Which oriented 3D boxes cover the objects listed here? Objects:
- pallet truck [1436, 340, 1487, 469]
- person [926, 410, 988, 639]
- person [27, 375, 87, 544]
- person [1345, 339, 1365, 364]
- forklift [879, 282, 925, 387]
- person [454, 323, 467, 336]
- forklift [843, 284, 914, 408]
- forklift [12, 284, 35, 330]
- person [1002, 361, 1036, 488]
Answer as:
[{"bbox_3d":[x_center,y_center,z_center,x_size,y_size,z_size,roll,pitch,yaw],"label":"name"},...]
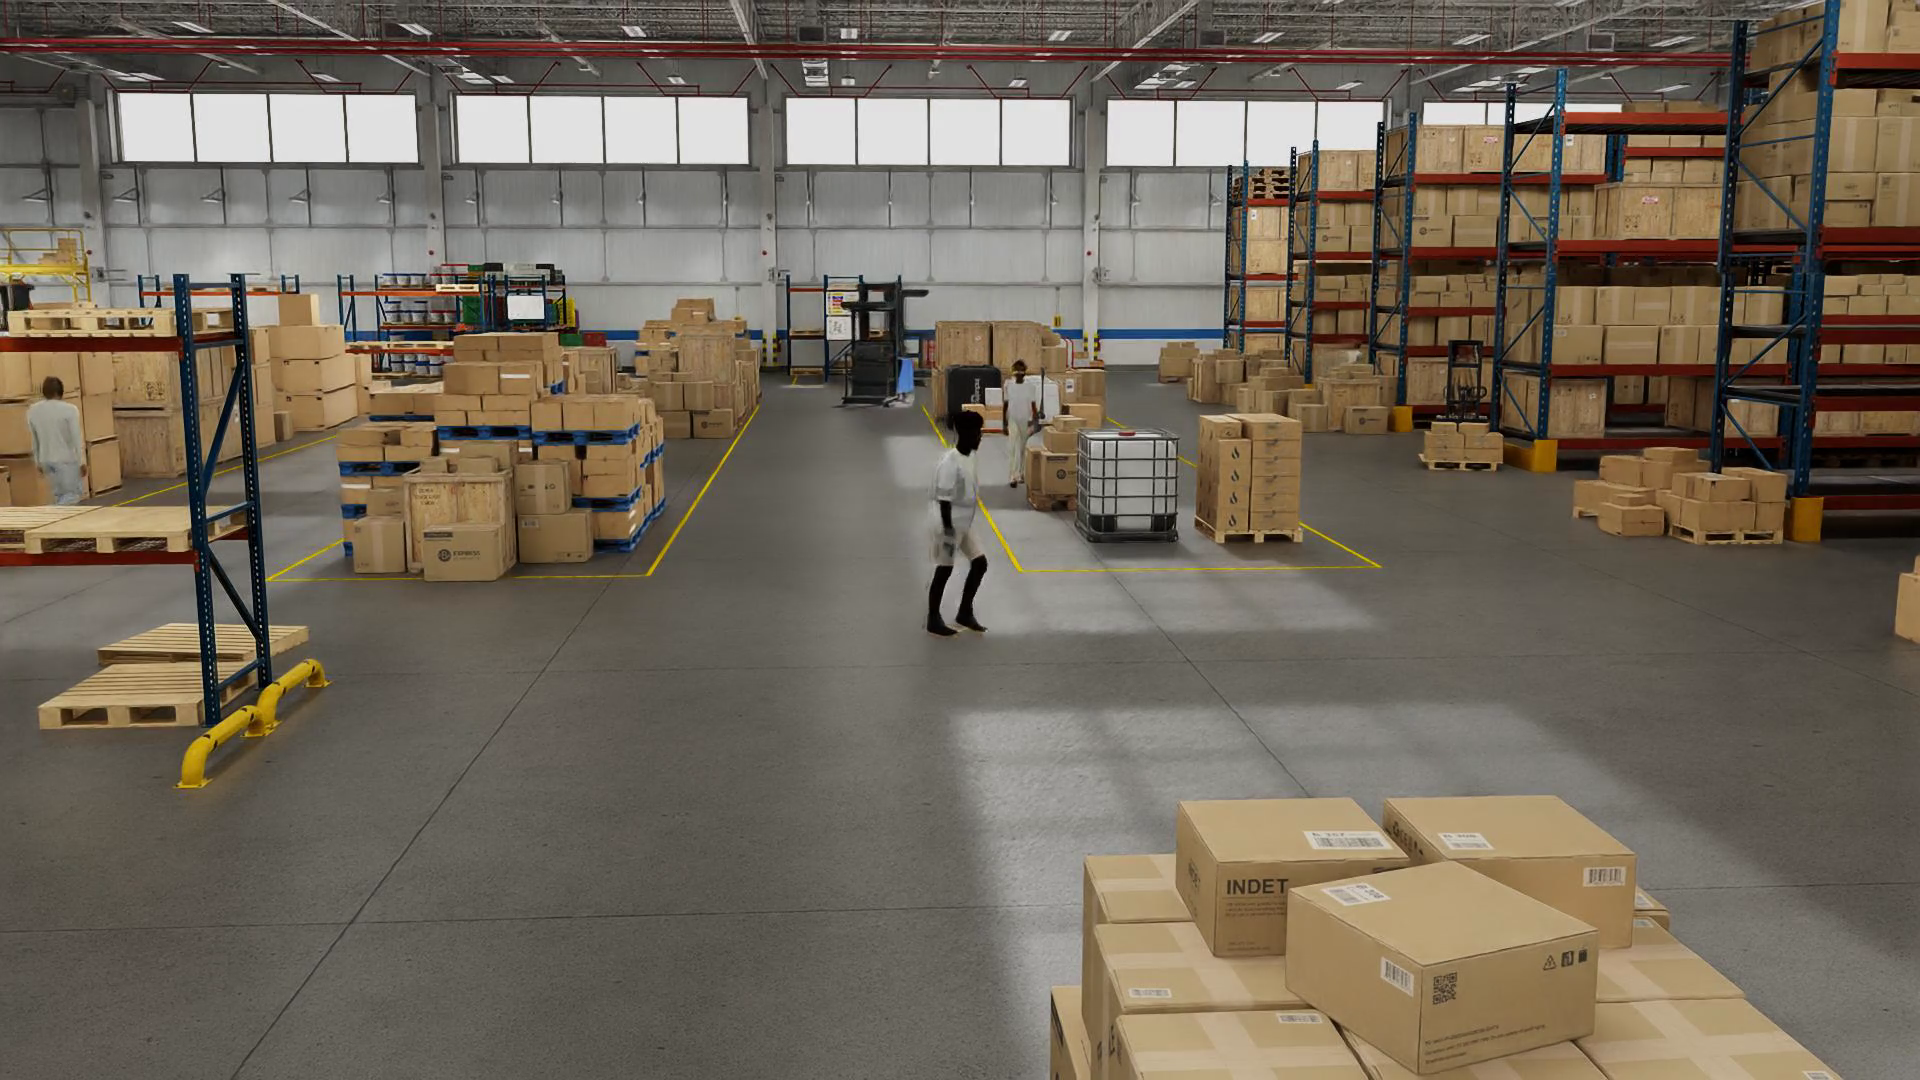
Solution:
[{"bbox_3d":[8.004,-2.170,26.422,0.823,1.965,1.885,2,9,14],"label":"pallet truck"},{"bbox_3d":[-0.008,-0.124,13.764,0.646,1.928,0.638,4,10,25],"label":"person"},{"bbox_3d":[-10.041,-0.865,18.467,0.642,1.919,0.568,2,9,13],"label":"person"},{"bbox_3d":[8.716,-3.652,36.918,0.633,1.622,0.521,-7,12,-38],"label":"person"},{"bbox_3d":[-1.912,-5.549,44.870,1.873,2.768,1.129,-1,9,-4],"label":"forklift"},{"bbox_3d":[-11.546,-4.059,38.557,0.683,1.914,0.560,-3,10,-21],"label":"person"},{"bbox_3d":[-1.846,-4.503,38.304,1.129,2.768,1.873,3,10,19],"label":"forklift"},{"bbox_3d":[-20.211,-4.138,36.011,1.873,2.768,1.129,-5,10,-30],"label":"forklift"},{"bbox_3d":[0.843,-1.659,23.809,0.483,1.809,1.005,1,9,4],"label":"person"}]
